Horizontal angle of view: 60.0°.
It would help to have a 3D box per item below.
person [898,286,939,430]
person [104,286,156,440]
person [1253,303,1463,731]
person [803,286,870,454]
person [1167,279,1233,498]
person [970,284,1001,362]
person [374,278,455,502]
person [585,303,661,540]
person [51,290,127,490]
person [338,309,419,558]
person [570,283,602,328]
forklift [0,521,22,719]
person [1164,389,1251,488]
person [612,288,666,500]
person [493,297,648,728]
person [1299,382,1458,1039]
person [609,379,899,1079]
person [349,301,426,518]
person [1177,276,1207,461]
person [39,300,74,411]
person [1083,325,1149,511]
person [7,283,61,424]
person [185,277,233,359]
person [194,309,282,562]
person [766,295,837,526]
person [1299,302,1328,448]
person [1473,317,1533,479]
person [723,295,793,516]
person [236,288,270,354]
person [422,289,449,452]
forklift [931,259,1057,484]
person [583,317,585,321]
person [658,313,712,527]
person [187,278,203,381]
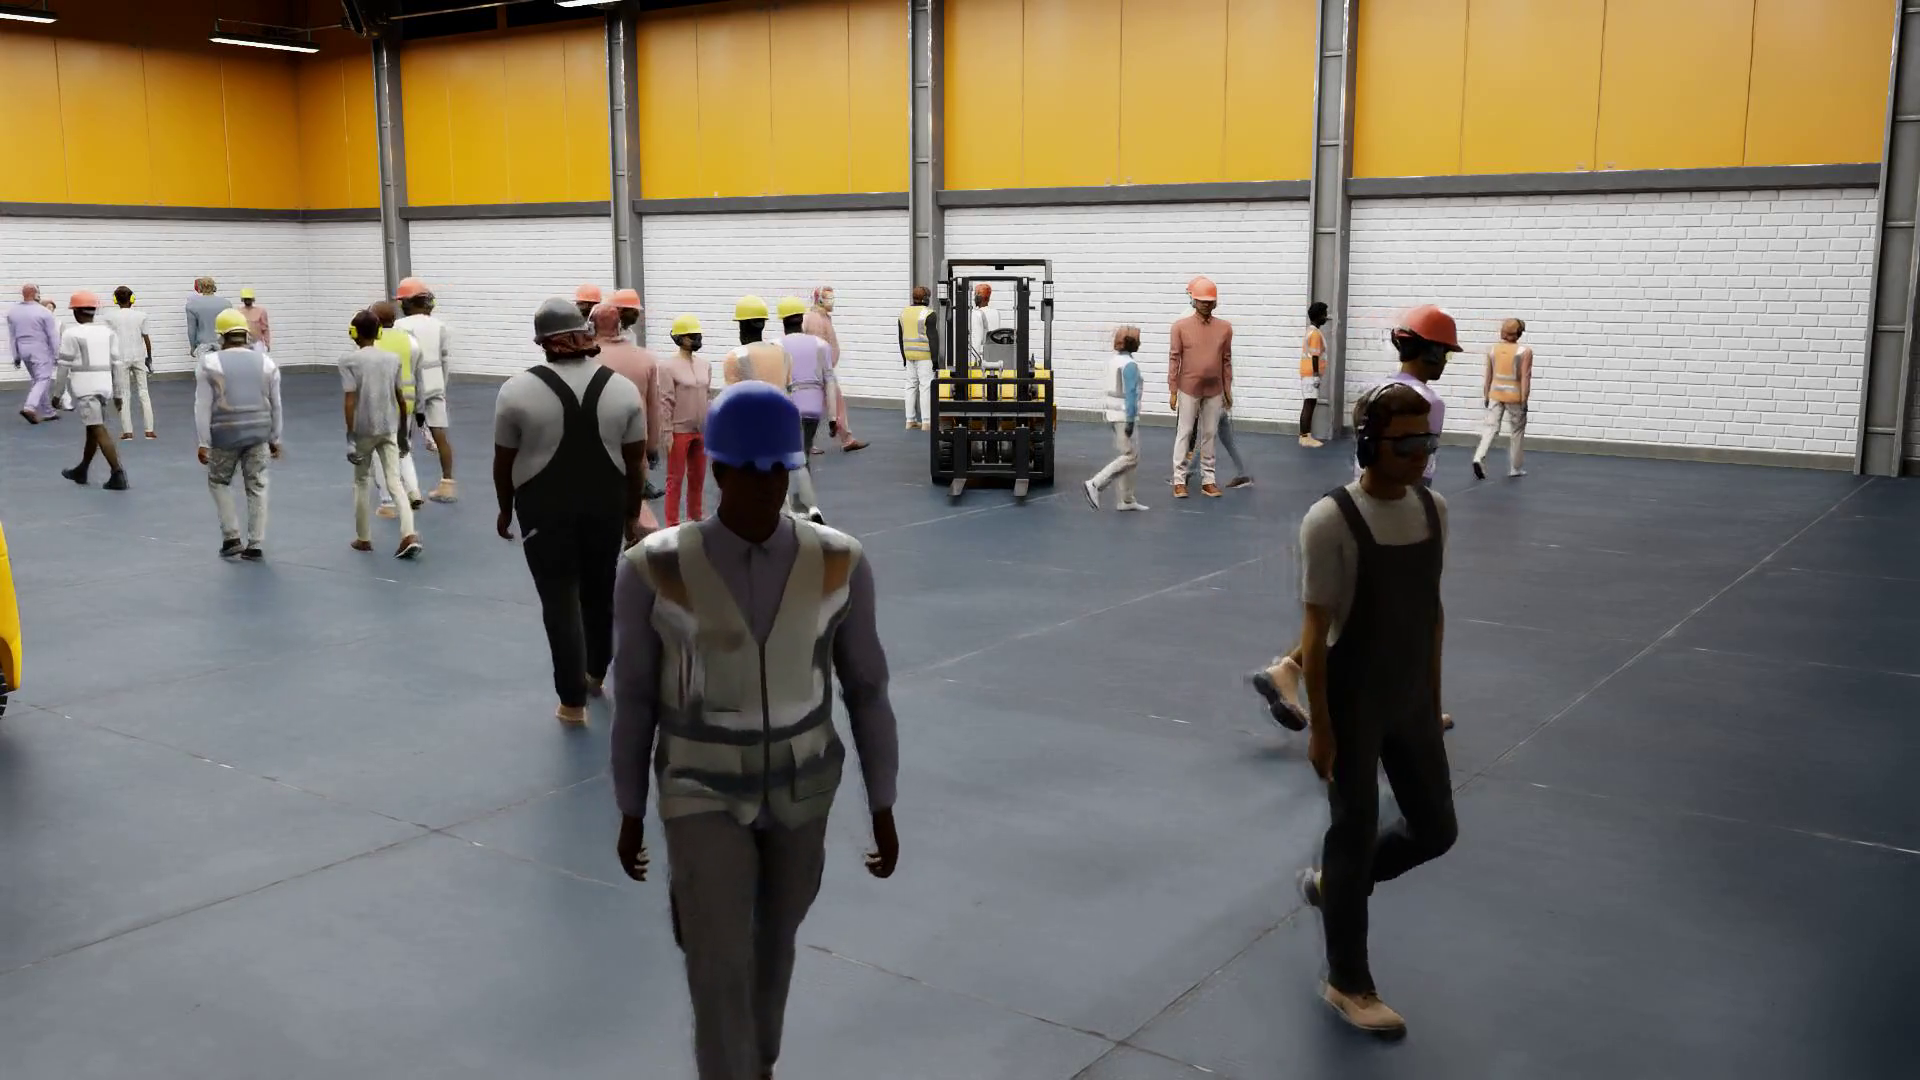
[{"bbox_3d":[-0.494,-2.328,21.327,0.634,1.840,0.429,9,13,42],"label":"person"},{"bbox_3d":[-10.042,-2.137,20.122,0.518,1.865,0.330,-5,11,-29],"label":"person"},{"bbox_3d":[1.814,-0.065,7.466,0.915,1.990,0.622,-3,10,-18],"label":"person"},{"bbox_3d":[-1.423,-1.882,18.575,0.897,1.870,0.670,1,10,4],"label":"person"},{"bbox_3d":[2.205,-1.375,15.196,0.622,1.989,0.399,-2,10,-13],"label":"person"},{"bbox_3d":[0.286,-2.158,20.178,0.340,1.882,0.586,6,11,32],"label":"person"},{"bbox_3d":[-4.933,-1.350,15.008,1.023,1.996,0.640,7,12,36],"label":"person"},{"bbox_3d":[-2.237,-0.608,10.945,0.583,1.889,0.662,9,13,44],"label":"person"},{"bbox_3d":[-8.299,-1.427,15.831,0.996,1.884,0.547,4,10,22],"label":"person"},{"bbox_3d":[-4.236,-0.771,12.161,0.536,1.818,0.917,-8,13,-41],"label":"person"},{"bbox_3d":[-3.597,-1.520,16.208,0.352,1.942,0.545,-6,11,-33],"label":"person"},{"bbox_3d":[-5.296,-0.090,6.943,1.214,2.155,2.313,7,12,35],"label":"forklift"},{"bbox_3d":[2.383,-1.264,15.741,0.853,1.579,0.514,0,10,0],"label":"person"},{"bbox_3d":[-2.957,-1.302,15.007,0.842,1.902,0.580,2,10,12],"label":"person"},{"bbox_3d":[-1.896,-0.184,7.961,0.686,2.000,0.942,-5,11,-28],"label":"person"},{"bbox_3d":[1.147,0.464,4.717,0.510,1.835,0.485,-5,11,-26],"label":"person"},{"bbox_3d":[-0.439,0.593,3.755,0.634,1.890,0.994,-4,10,-22],"label":"person"},{"bbox_3d":[-4.821,-1.091,13.987,0.437,1.827,0.641,8,13,41],"label":"person"},{"bbox_3d":[2.554,-1.850,18.015,0.379,1.996,0.608,5,11,28],"label":"person"},{"bbox_3d":[-13.161,-2.660,24.051,0.856,1.591,0.528,8,12,39],"label":"person"},{"bbox_3d":[1.354,-1.027,14.235,0.553,1.625,0.521,-2,10,-11],"label":"person"},{"bbox_3d":[-12.347,-2.491,22.202,0.659,1.876,0.903,2,10,11],"label":"person"},{"bbox_3d":[-10.620,-2.762,23.627,0.627,1.936,0.371,-4,10,-23],"label":"person"},{"bbox_3d":[-5.203,-0.749,11.978,0.625,1.816,0.512,-8,13,-41],"label":"person"},{"bbox_3d":[-1.277,-1.045,13.565,0.586,1.890,0.872,-6,11,-31],"label":"person"},{"bbox_3d":[4.104,-1.915,19.322,0.321,1.689,0.530,1,10,8],"label":"person"},{"bbox_3d":[5.399,-1.405,16.503,0.761,1.611,0.523,-9,13,-42],"label":"person"},{"bbox_3d":[-1.396,-0.702,11.384,0.388,1.926,0.590,8,13,40],"label":"person"},{"bbox_3d":[-11.068,-3.053,25.945,0.549,1.725,0.850,-3,10,-18],"label":"person"},{"bbox_3d":[-6.095,-1.938,18.969,0.516,1.855,0.602,-7,12,-35],"label":"person"},{"bbox_3d":[0.370,-1.738,16.759,1.214,2.155,2.313,1,10,3],"label":"forklift"},{"bbox_3d":[-4.226,-1.789,18.793,0.807,1.601,0.504,1,10,9],"label":"person"},{"bbox_3d":[-2.036,-0.811,12.500,0.306,1.772,0.525,7,12,35],"label":"person"},{"bbox_3d":[-13.546,-3.760,29.837,0.390,1.846,0.565,7,12,34],"label":"person"}]
